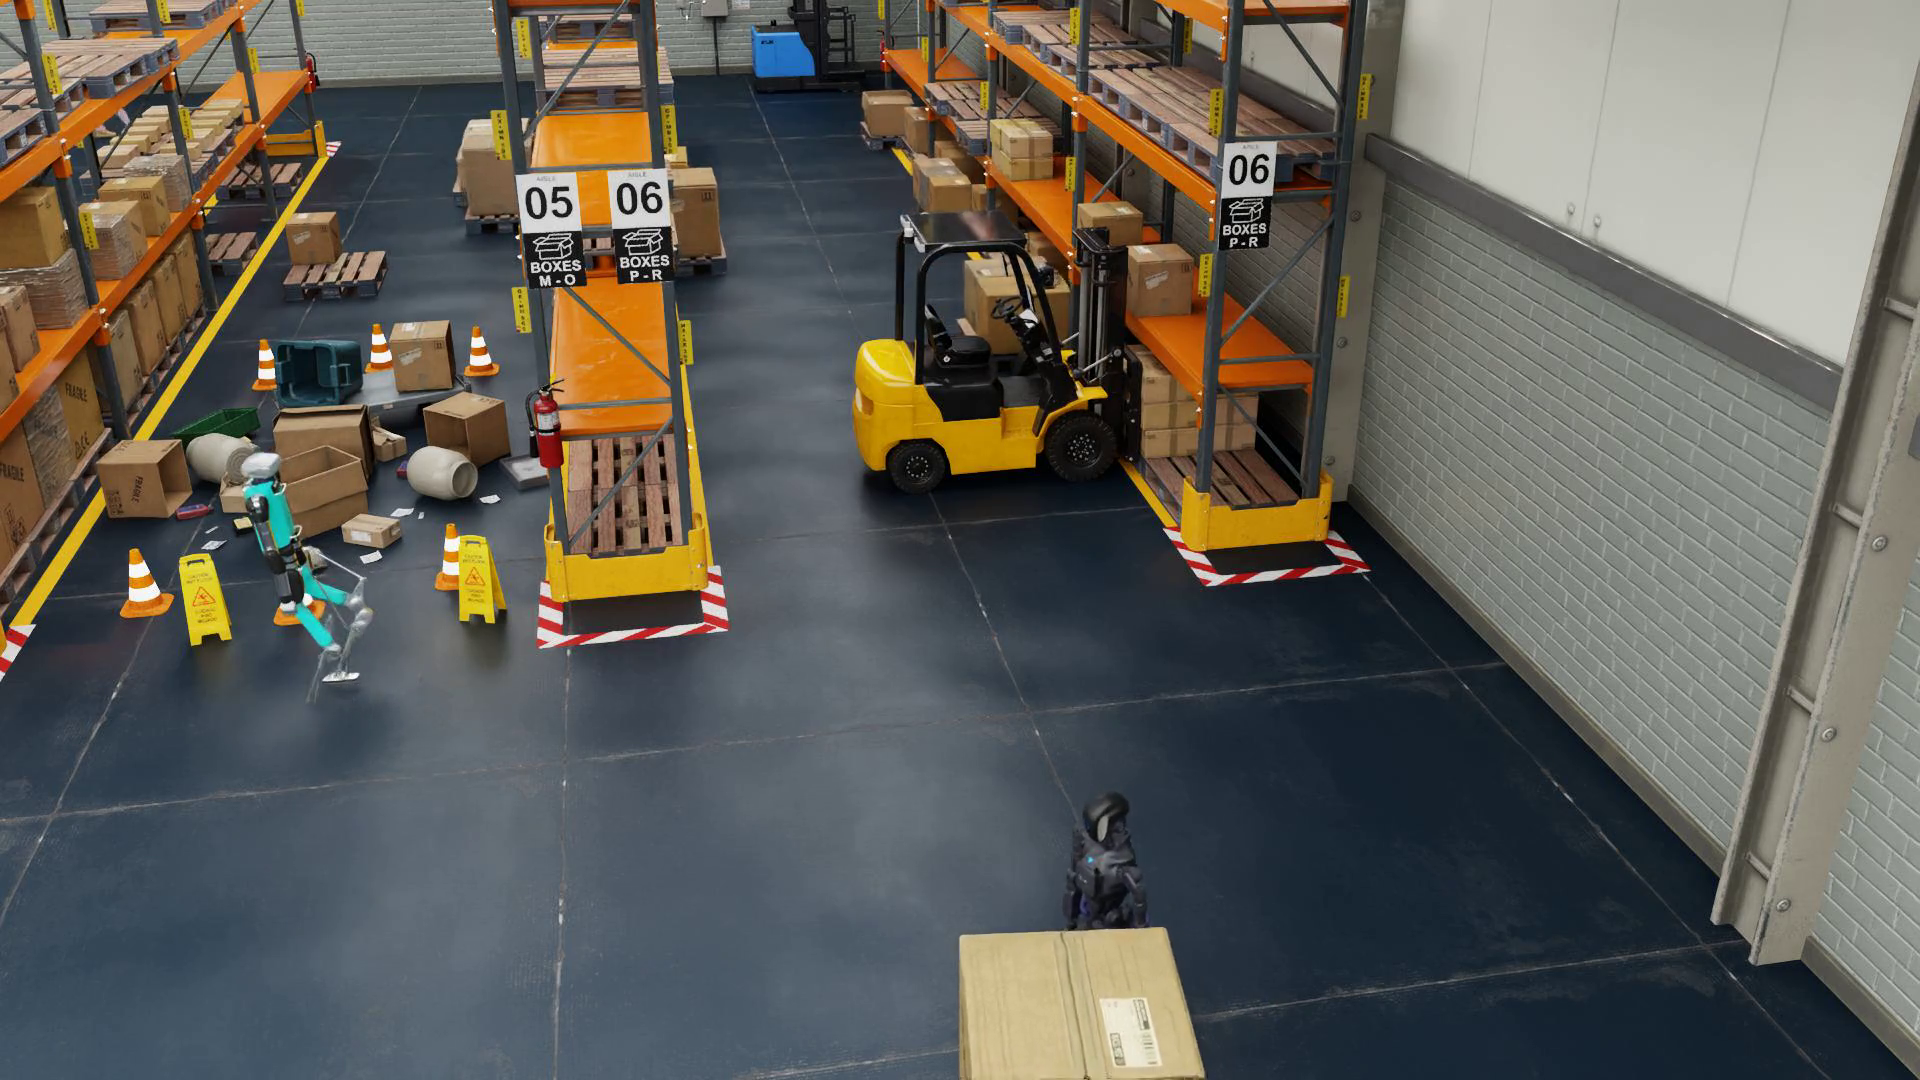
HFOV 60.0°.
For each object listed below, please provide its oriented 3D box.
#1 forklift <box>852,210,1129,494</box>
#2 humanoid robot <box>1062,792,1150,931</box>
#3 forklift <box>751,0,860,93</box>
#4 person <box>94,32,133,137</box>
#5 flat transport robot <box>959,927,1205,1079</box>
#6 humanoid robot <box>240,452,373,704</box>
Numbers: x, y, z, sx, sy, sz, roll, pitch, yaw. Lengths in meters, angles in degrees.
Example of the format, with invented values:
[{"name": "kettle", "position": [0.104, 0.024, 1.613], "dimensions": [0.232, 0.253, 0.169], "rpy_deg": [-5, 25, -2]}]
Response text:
[{"name": "forklift", "position": [0.216, -1.659, 14.366], "dimensions": [2.313, 2.155, 1.214], "rpy_deg": [-5, 26, -10]}, {"name": "humanoid robot", "position": [0.673, 1.870, 7.653], "dimensions": [0.599, 1.644, 0.585], "rpy_deg": [-17, 30, -31]}, {"name": "forklift", "position": [-2.872, -9.679, 30.288], "dimensions": [1.873, 2.768, 1.129], "rpy_deg": [-5, 26, -10]}, {"name": "person", "position": [-13.610, -7.356, 26.677], "dimensions": [0.976, 1.800, 0.612], "rpy_deg": [-4, 26, -8]}, {"name": "flat transport robot", "position": [0.476, 2.893, 7.104], "dimensions": [1.431, 0.231, 0.659], "rpy_deg": [10, 27, 20]}, {"name": "humanoid robot", "position": [-4.186, 0.277, 10.928], "dimensions": [0.747, 1.834, 0.540], "rpy_deg": [-5, 26, -10]}]
